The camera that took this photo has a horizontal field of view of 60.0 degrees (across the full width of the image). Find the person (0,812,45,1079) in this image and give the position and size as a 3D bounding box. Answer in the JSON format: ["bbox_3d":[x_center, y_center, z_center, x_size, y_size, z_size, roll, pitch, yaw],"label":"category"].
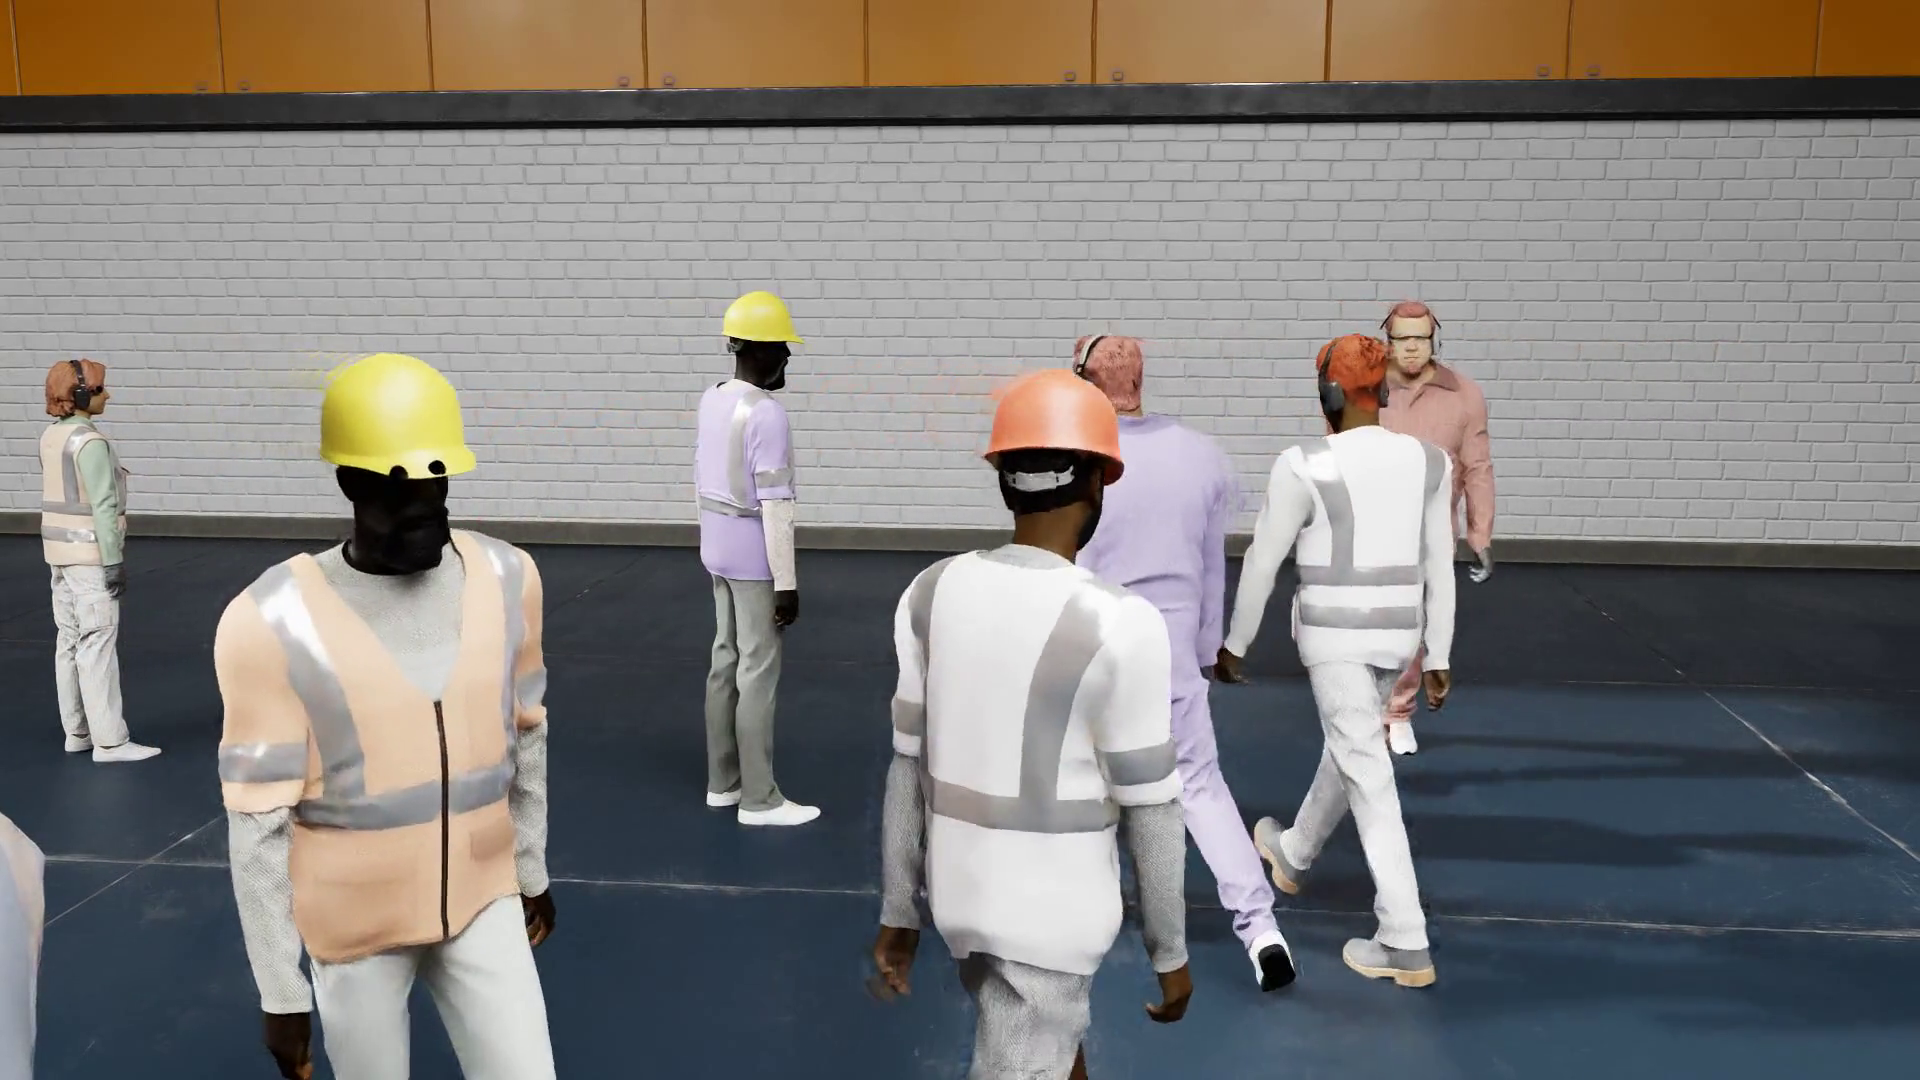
[{"bbox_3d":[-1.128,0.882,1.658,0.404,1.832,0.600,-1,10,-5],"label":"person"}]

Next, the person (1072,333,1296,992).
[{"bbox_3d":[0.534,0.340,4.756,0.653,1.850,1.036,-5,11,-25],"label":"person"}]

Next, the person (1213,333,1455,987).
[{"bbox_3d":[1.131,0.311,4.942,0.602,1.825,1.032,-4,11,-21],"label":"person"}]

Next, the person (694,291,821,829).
[{"bbox_3d":[-0.740,0.071,6.028,0.384,1.925,0.593,-6,12,-32],"label":"person"}]

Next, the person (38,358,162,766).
[{"bbox_3d":[-3.536,0.090,6.743,0.515,1.641,0.314,9,13,41],"label":"person"}]

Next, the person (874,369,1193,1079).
[{"bbox_3d":[0.130,0.643,2.934,0.979,1.874,0.547,-9,13,-41],"label":"person"}]

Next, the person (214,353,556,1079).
[{"bbox_3d":[-0.880,0.642,2.824,0.625,1.896,0.813,-9,14,-43],"label":"person"}]

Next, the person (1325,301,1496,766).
[{"bbox_3d":[1.784,0.008,6.572,0.647,1.870,0.925,0,10,2],"label":"person"}]
